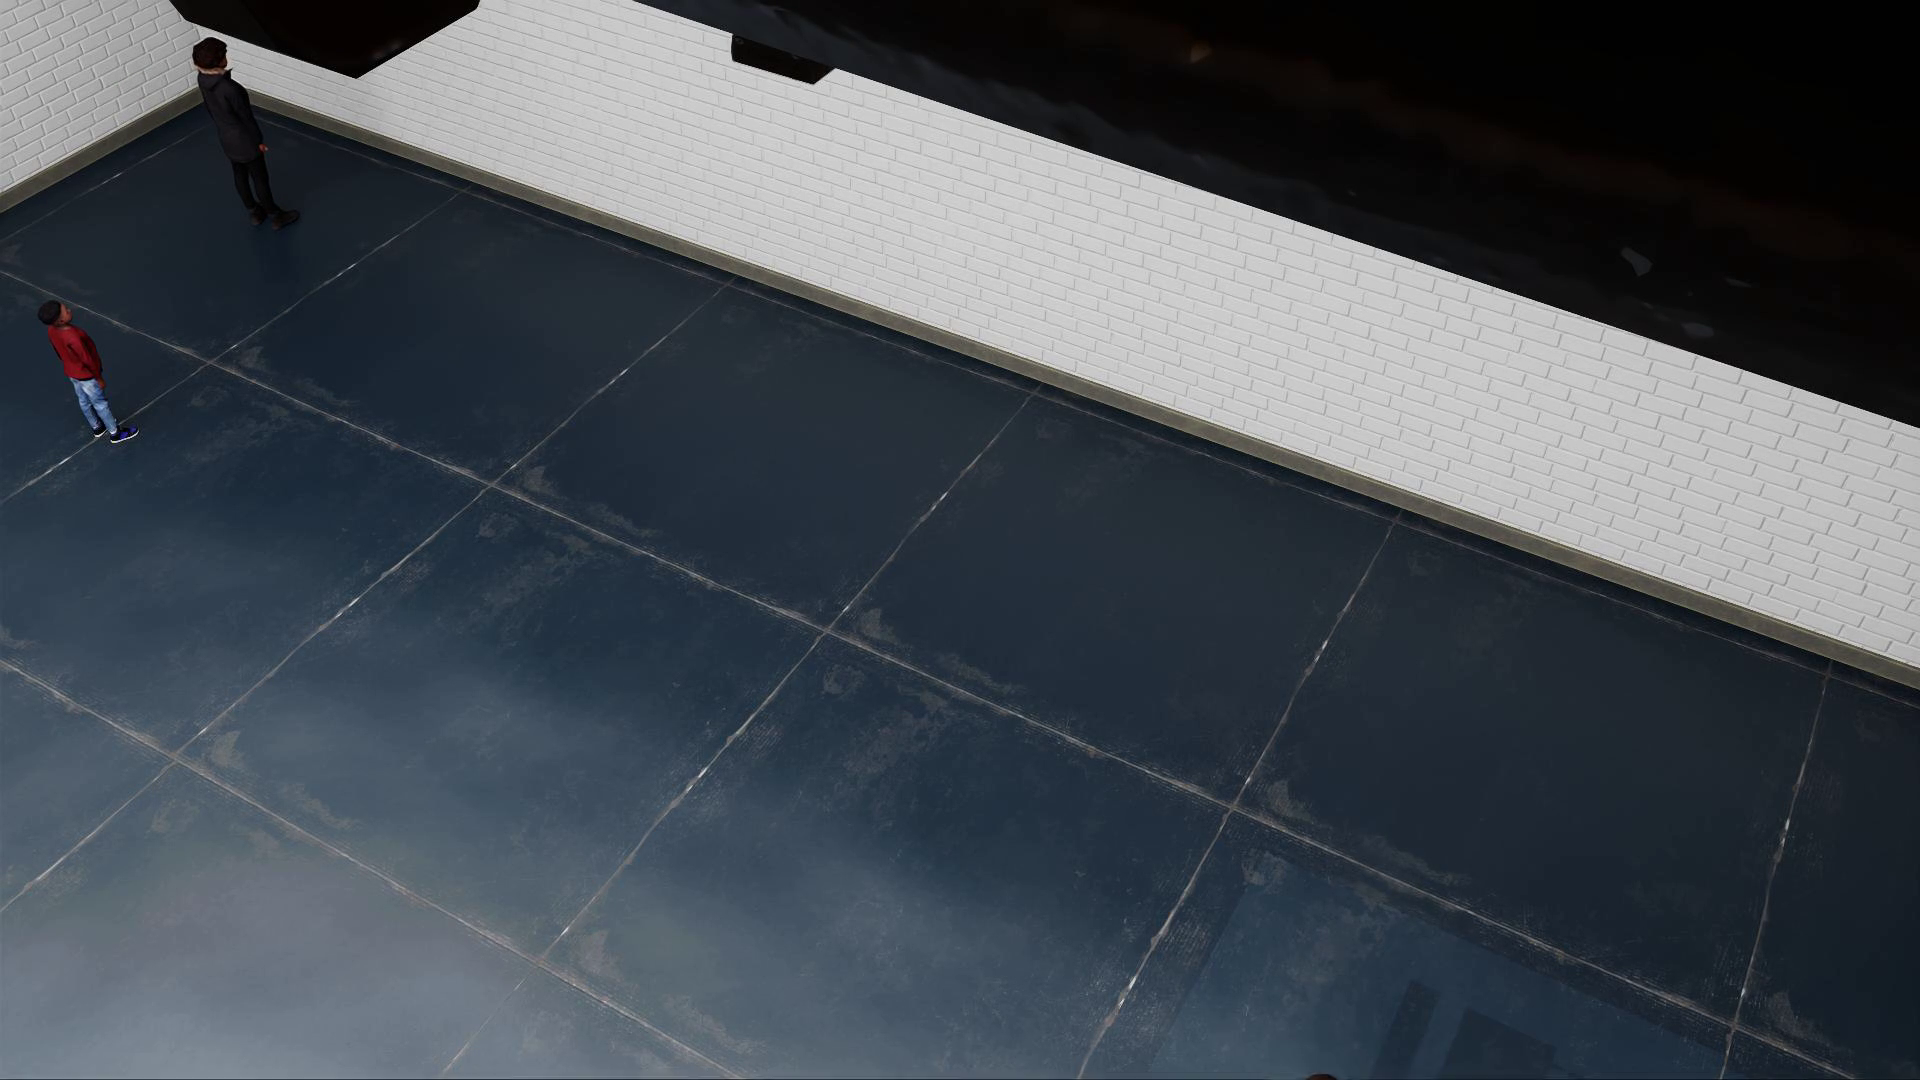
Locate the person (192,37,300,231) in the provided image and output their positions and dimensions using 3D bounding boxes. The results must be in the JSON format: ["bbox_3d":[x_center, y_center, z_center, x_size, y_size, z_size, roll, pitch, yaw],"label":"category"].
[{"bbox_3d":[-6.248,-3.503,14.408,0.623,1.781,0.609,19,47,19],"label":"person"}]

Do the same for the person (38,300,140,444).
[{"bbox_3d":[-6.570,-1.267,12.440,0.492,1.256,0.475,22,48,21],"label":"person"}]
